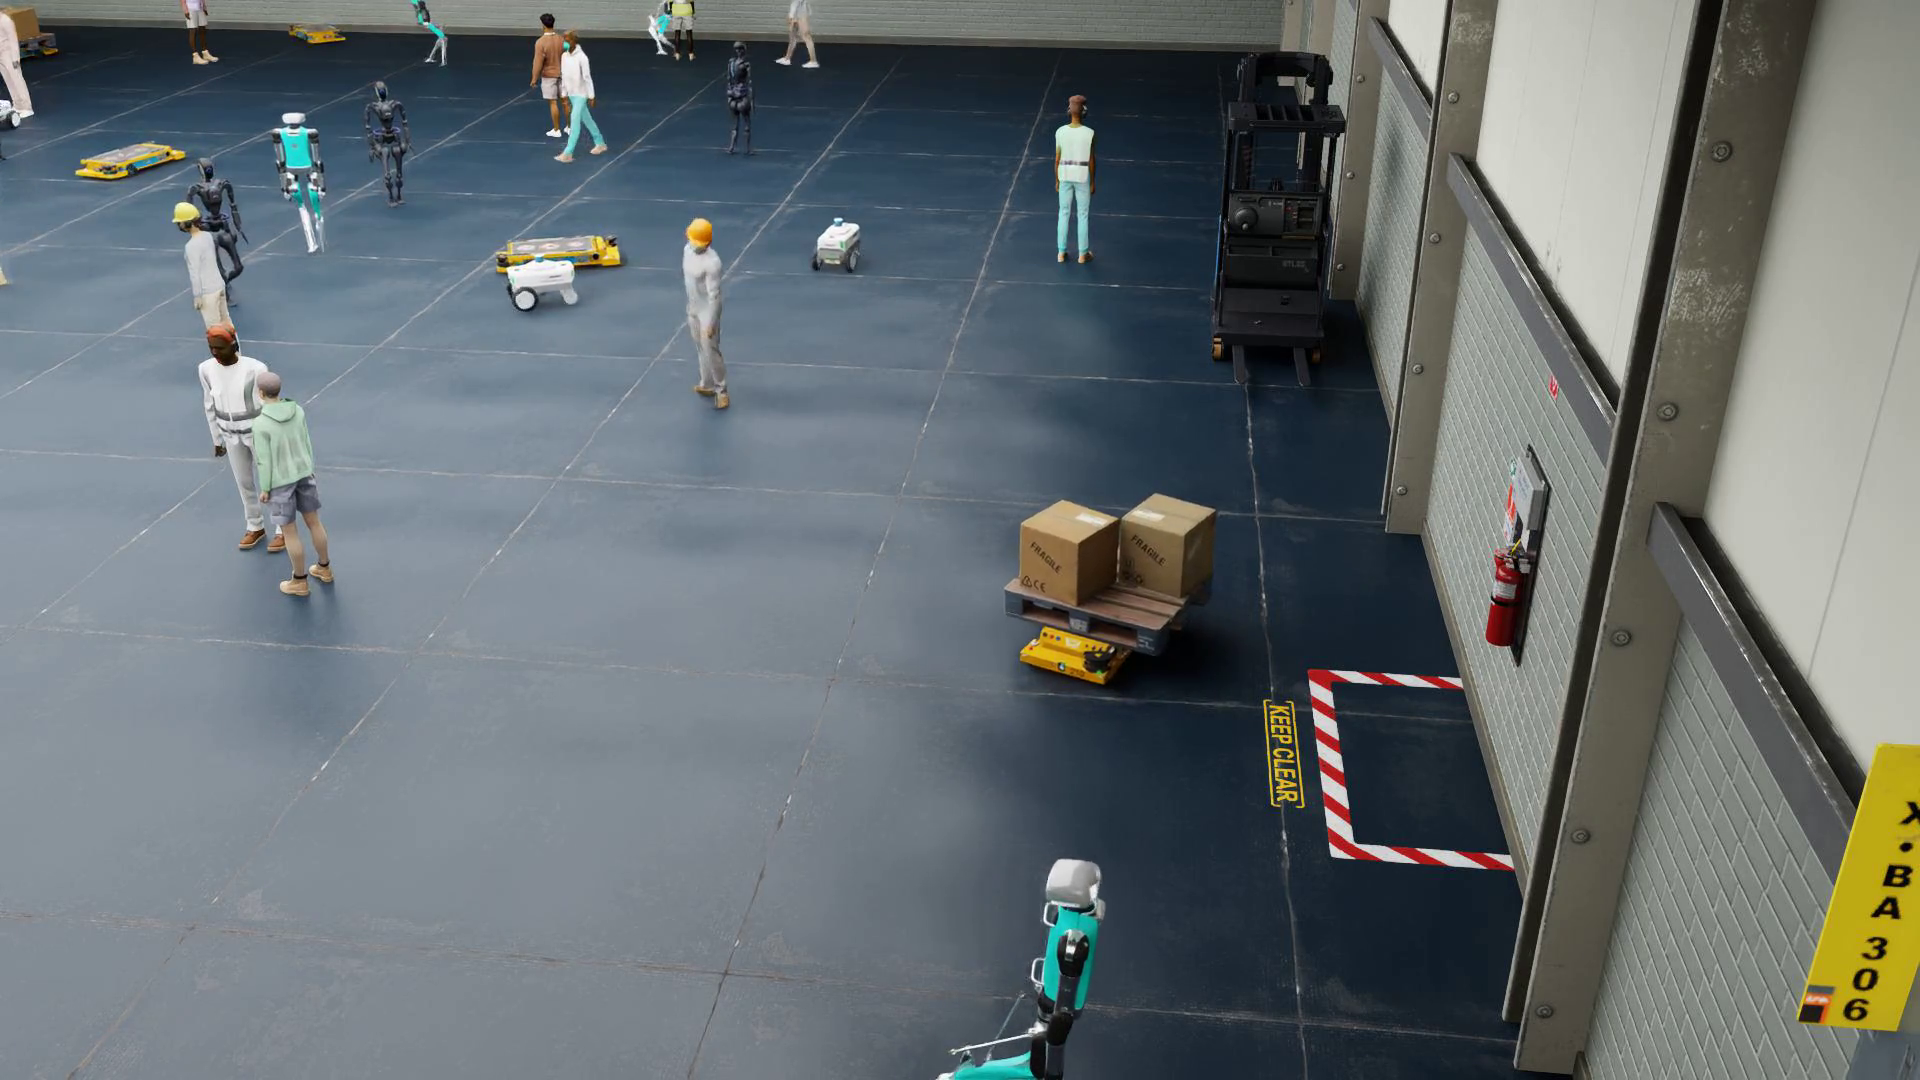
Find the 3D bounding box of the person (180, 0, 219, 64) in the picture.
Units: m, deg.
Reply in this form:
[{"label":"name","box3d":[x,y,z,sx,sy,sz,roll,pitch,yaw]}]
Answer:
[{"label":"person","box3d":[-14.235,-9.918,30.975,0.401,2.035,0.604,7,27,13]}]

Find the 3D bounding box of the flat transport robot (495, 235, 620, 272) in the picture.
[{"label":"flat transport robot","box3d":[-4.839,-3.436,19.998,1.431,0.231,0.659,-6,27,-13]}]

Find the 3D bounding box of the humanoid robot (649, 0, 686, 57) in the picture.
[{"label":"humanoid robot","box3d":[-5.676,-10.100,31.664,0.815,1.763,0.559,-3,27,-6]}]

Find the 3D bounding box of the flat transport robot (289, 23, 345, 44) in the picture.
[{"label":"flat transport robot","box3d":[-12.977,-10.220,33.540,0.659,0.231,1.431,-19,32,-33]}]

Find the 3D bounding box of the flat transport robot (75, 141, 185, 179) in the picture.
[{"label":"flat transport robot","box3d":[-12.034,-5.505,24.128,0.659,0.231,1.431,9,28,17]}]

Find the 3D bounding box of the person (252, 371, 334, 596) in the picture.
[{"label":"person","box3d":[-4.967,-0.421,12.333,0.338,1.742,0.480,14,30,25]}]

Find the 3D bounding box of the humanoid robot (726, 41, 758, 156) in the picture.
[{"label":"humanoid robot","box3d":[-3.280,-6.497,24.589,0.424,1.685,0.616,-24,35,-39]}]

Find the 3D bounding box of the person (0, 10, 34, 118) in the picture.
[{"label":"person","box3d":[-15.446,-7.808,26.900,0.651,1.905,0.406,19,32,33]}]

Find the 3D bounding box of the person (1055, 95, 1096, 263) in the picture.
[{"label":"person","box3d":[1.365,-4.277,19.771,0.489,1.977,0.387,7,27,14]}]

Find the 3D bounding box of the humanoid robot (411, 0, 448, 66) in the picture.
[{"label":"humanoid robot","box3d":[-9.818,-9.723,30.902,0.776,1.776,0.554,-16,31,-29]}]

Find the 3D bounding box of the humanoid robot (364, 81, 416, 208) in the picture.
[{"label":"humanoid robot","box3d":[-7.550,-5.247,22.049,0.609,1.646,0.509,-17,31,-30]}]

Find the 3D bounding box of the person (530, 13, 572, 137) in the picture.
[{"label":"person","box3d":[-6.263,-7.176,25.693,0.790,1.856,0.403,-23,35,-38]}]

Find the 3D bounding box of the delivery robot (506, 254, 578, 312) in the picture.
[{"label":"delivery robot","box3d":[-4.693,-2.898,18.591,0.764,0.582,0.499,-10,28,-20]}]

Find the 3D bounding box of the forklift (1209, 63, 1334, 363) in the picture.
[{"label":"forklift","box3d":[3.241,-3.477,17.183,1.129,2.768,1.873,3,27,6]}]

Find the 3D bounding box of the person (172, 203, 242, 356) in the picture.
[{"label":"person","box3d":[-7.434,-2.453,16.381,0.357,1.754,0.513,-1,27,-2]}]

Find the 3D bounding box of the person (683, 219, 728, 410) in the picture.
[{"label":"person","box3d":[-2.455,-2.173,15.720,0.374,1.858,0.696,-19,32,-33]}]

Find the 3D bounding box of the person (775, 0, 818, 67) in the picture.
[{"label":"person","box3d":[-3.058,-9.644,30.637,0.887,1.843,0.511,-2,27,-4]}]

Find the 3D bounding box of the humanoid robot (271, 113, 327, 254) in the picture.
[{"label":"humanoid robot","box3d":[-7.882,-4.252,20.102,0.551,1.892,0.740,-4,27,-8]}]

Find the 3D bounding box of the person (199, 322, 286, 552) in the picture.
[{"label":"person","box3d":[-5.561,-0.800,12.949,0.564,1.878,0.352,3,27,6]}]

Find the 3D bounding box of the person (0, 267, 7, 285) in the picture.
[{"label":"person","box3d":[-11.456,-3.677,18.724,0.985,1.834,0.560,-22,34,-37]}]

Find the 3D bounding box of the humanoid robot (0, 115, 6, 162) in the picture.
[{"label":"humanoid robot","box3d":[-14.246,-6.318,24.184,0.586,1.648,0.333,0,27,1]}]

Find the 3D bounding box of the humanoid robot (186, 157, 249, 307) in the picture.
[{"label":"humanoid robot","box3d":[-8.262,-3.426,18.408,0.458,1.637,0.616,21,33,35]}]

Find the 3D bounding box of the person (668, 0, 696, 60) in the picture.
[{"label":"person","box3d":[-5.232,-9.913,31.342,0.528,1.689,0.321,4,27,9]}]

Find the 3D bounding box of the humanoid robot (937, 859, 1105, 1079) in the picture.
[{"label":"humanoid robot","box3d":[0.183,2.142,7.279,1.016,1.773,0.534,3,27,7]}]

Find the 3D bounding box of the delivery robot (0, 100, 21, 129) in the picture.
[{"label":"delivery robot","box3d":[-15.266,-6.705,26.211,0.499,0.599,0.774,3,27,6]}]

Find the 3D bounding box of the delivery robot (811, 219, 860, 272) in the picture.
[{"label":"delivery robot","box3d":[-1.451,-3.537,19.872,0.499,0.587,0.782,6,27,12]}]

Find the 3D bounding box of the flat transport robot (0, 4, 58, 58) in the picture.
[{"label":"flat transport robot","box3d":[-18.011,-9.268,31.640,0.659,0.231,1.431,12,29,22]}]

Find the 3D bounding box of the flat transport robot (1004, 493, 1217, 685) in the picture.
[{"label":"flat transport robot","box3d":[1.052,0.573,11.995,0.659,0.231,1.431,14,30,26]}]

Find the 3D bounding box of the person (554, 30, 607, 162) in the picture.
[{"label":"person","box3d":[-5.629,-6.536,24.408,0.504,1.863,1.027,20,33,34]}]
